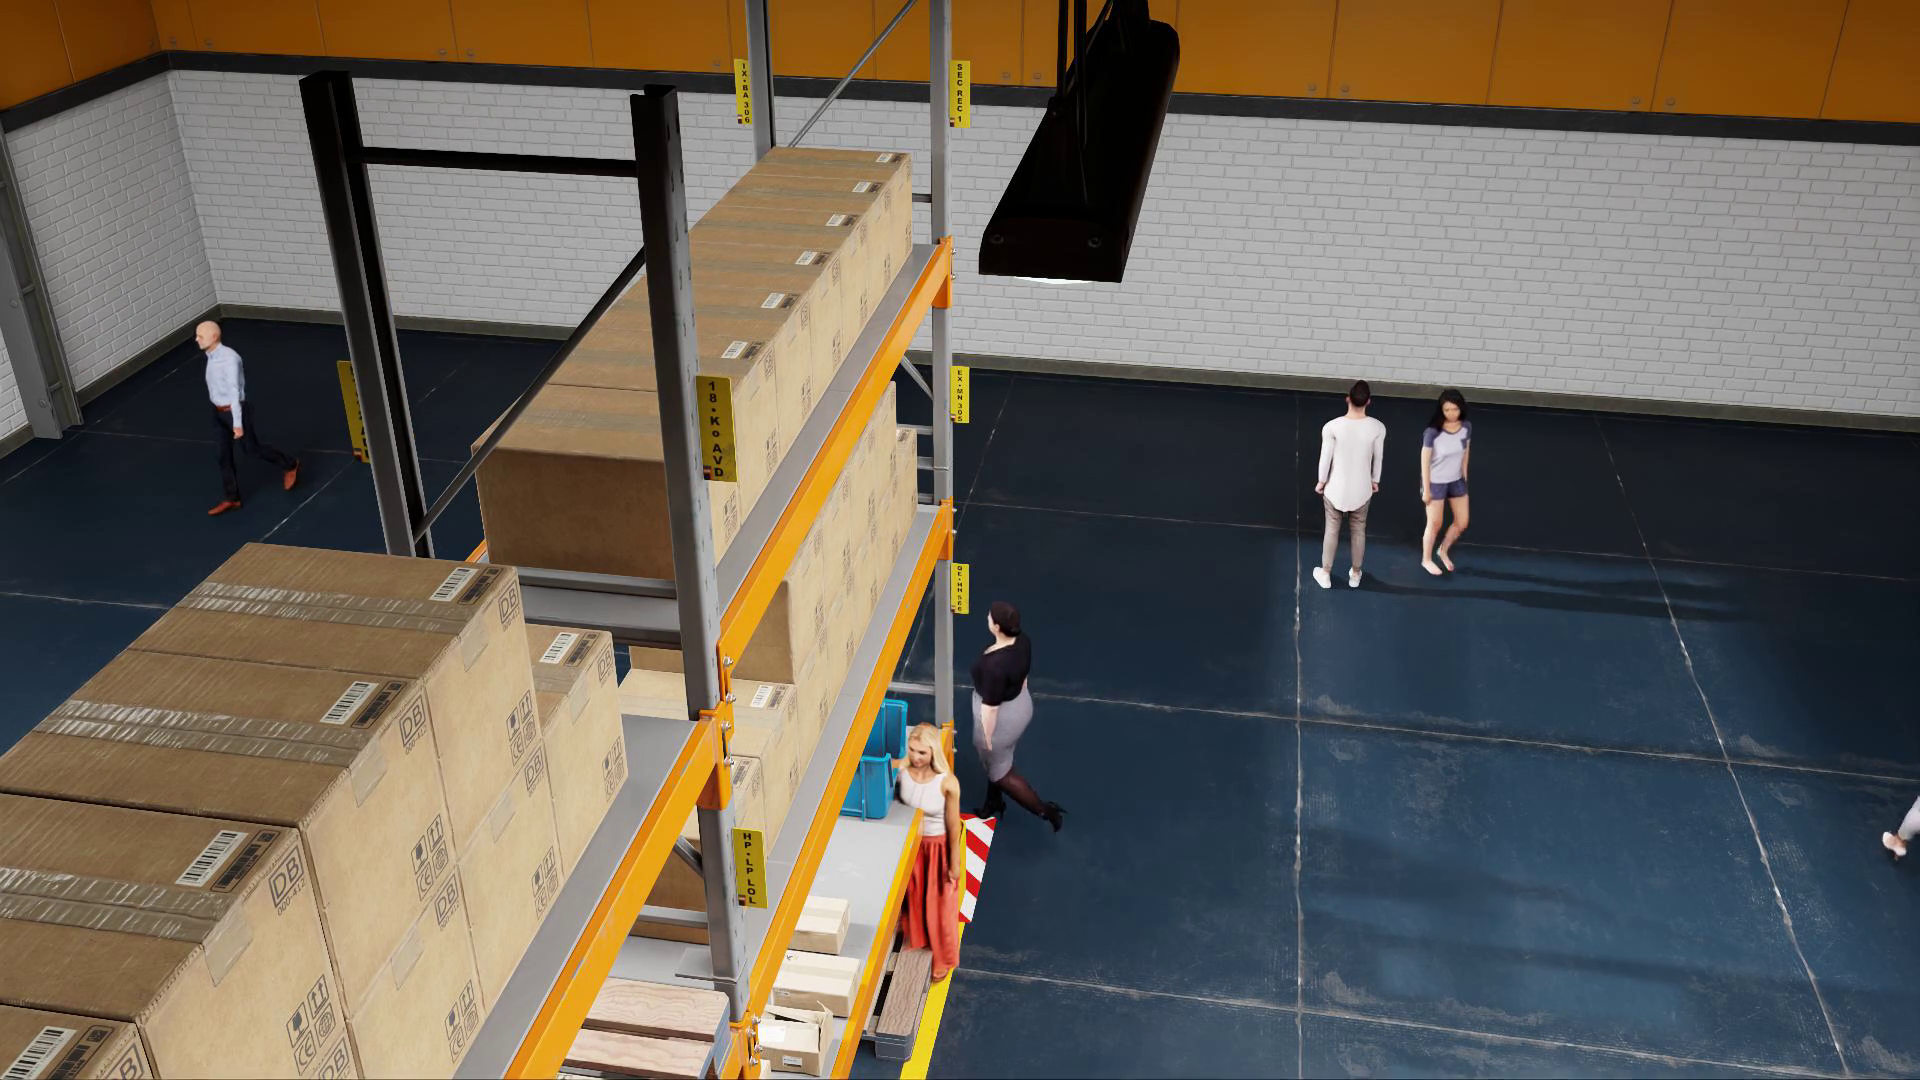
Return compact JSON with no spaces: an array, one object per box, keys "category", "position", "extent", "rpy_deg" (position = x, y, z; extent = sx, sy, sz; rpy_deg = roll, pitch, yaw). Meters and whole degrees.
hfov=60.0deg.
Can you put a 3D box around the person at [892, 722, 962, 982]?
[{"category":"person","position":[-0.184,1.772,9.549],"extent":[0.702,1.797,0.726],"rpy_deg":[14,32,24]}]

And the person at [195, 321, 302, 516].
[{"category":"person","position":[-6.425,-1.124,14.888],"extent":[0.998,1.768,1.237],"rpy_deg":[20,35,33]}]

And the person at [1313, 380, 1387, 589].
[{"category":"person","position":[3.181,-0.458,13.592],"extent":[0.696,1.840,0.599],"rpy_deg":[1,29,2]}]

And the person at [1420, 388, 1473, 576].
[{"category":"person","position":[3.985,-0.515,13.857],"extent":[0.751,1.685,0.768],"rpy_deg":[-11,30,-19]}]

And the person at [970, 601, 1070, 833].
[{"category":"person","position":[0.351,1.192,10.669],"extent":[0.914,1.741,1.007],"rpy_deg":[15,32,26]}]
